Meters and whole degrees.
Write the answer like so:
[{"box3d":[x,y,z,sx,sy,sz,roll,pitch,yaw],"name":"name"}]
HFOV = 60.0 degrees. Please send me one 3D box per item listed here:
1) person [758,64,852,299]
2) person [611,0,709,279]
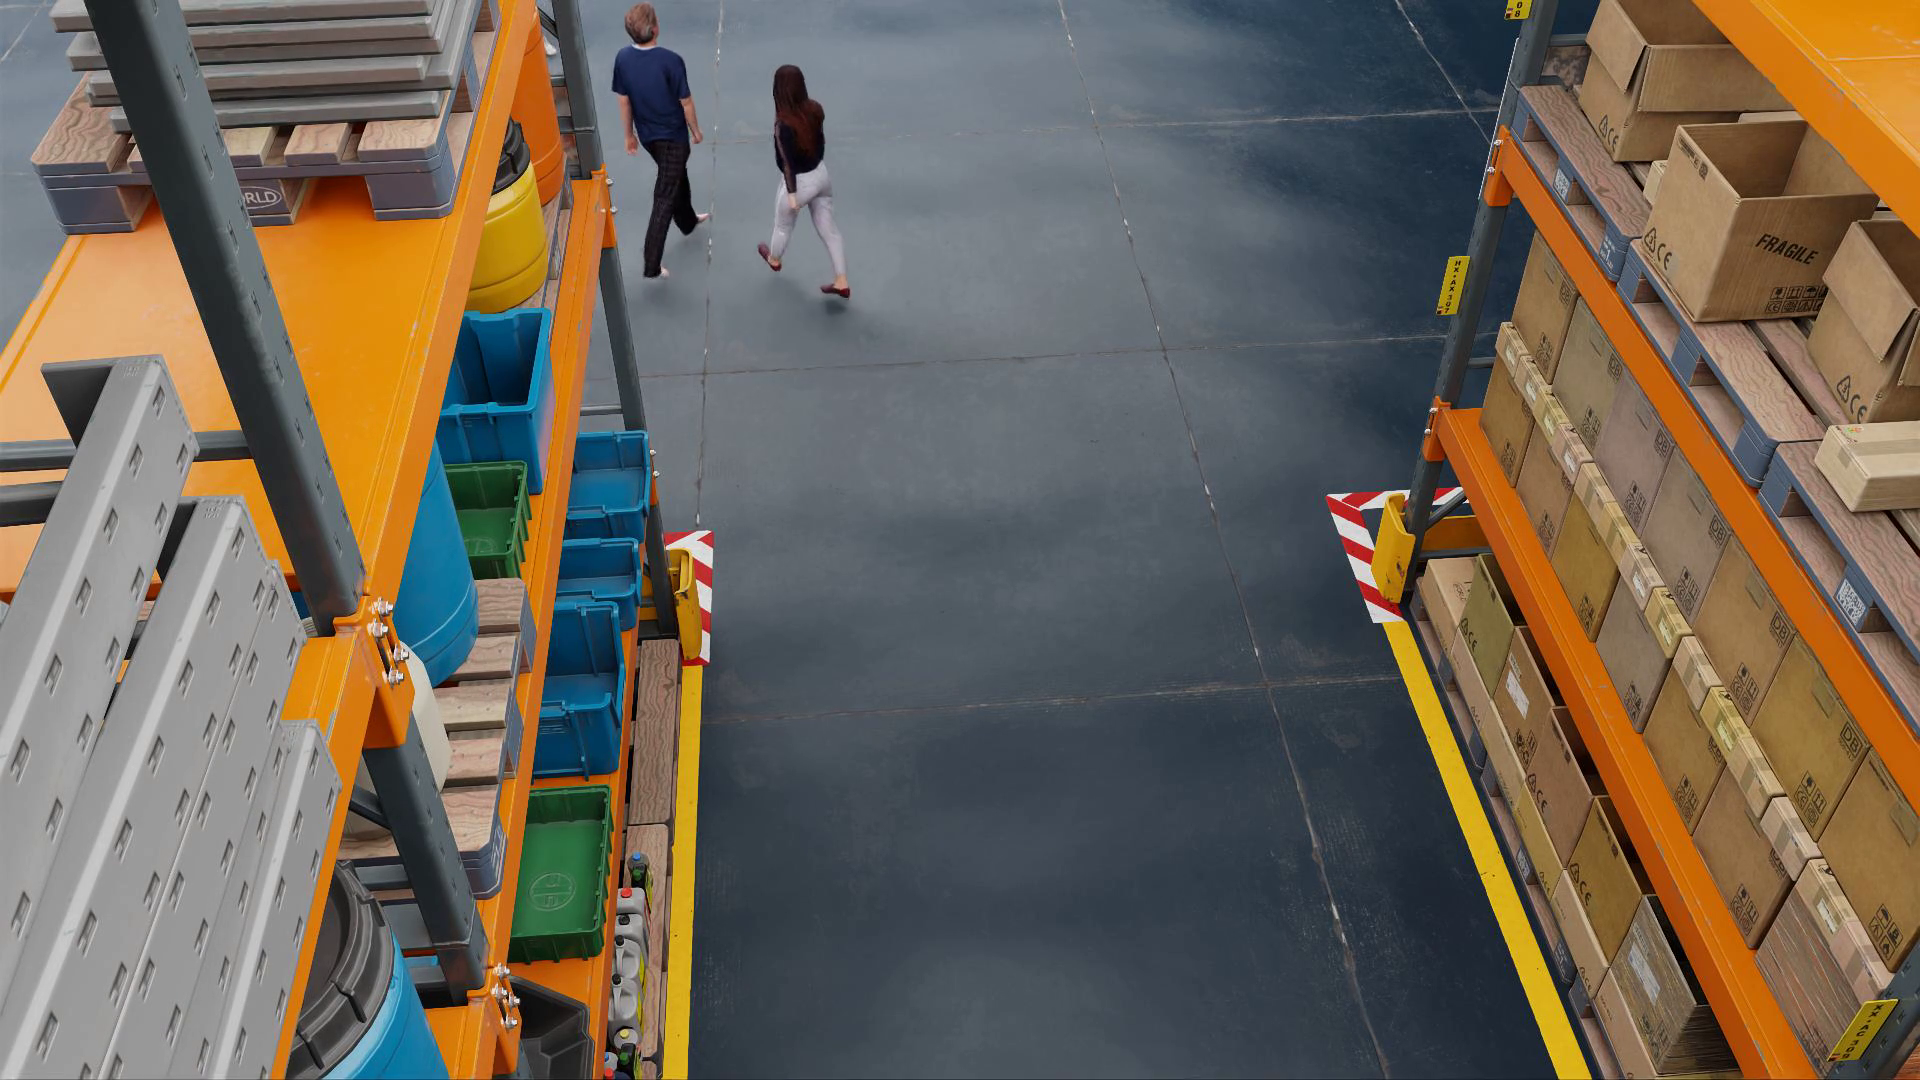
[{"box3d":[-0.963,-2.275,10.872,1.115,1.557,1.056,25,48,25],"name":"person"},{"box3d":[-2.001,-2.597,11.026,1.046,1.827,1.299,16,45,17],"name":"person"}]
